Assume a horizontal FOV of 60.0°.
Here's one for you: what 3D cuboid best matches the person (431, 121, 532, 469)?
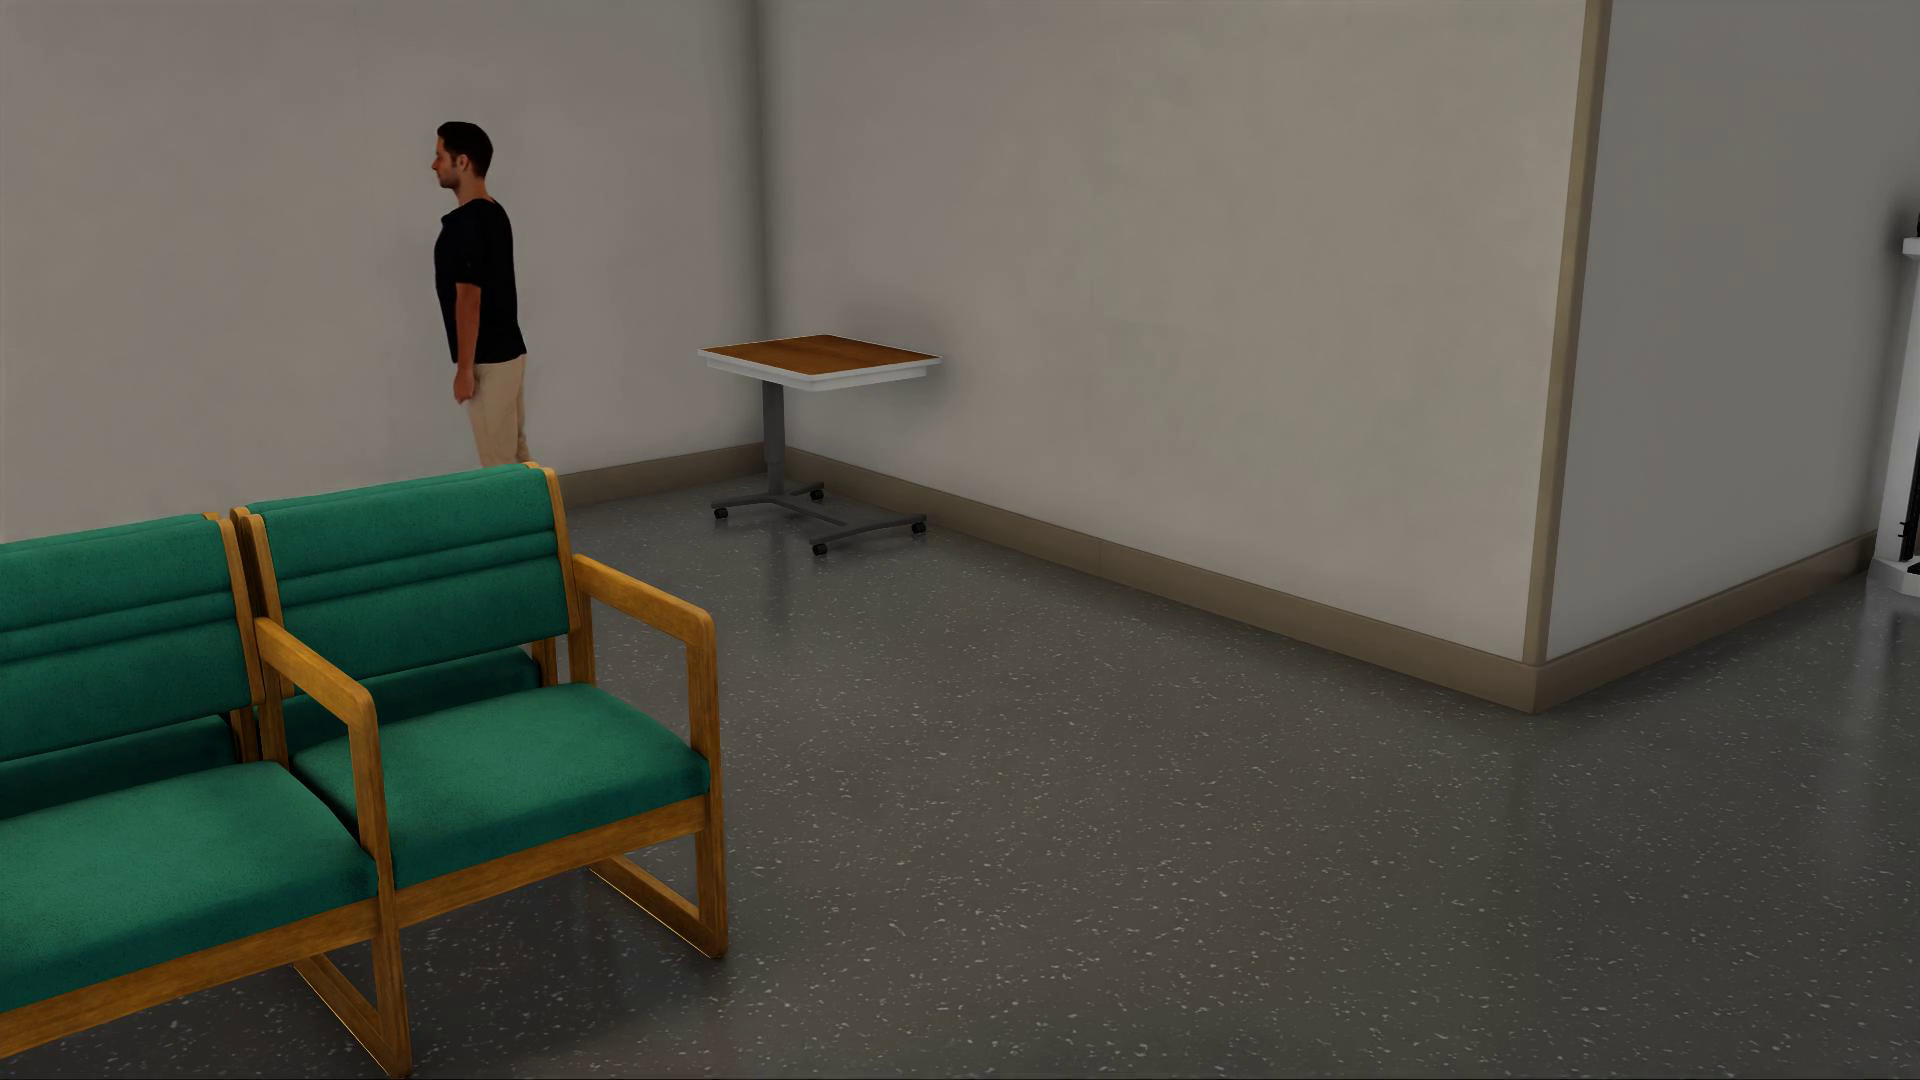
[{"bbox_3d":[-1.842,-0.701,6.569,0.778,1.848,0.678,-2,16,-6],"label":"person"}]
